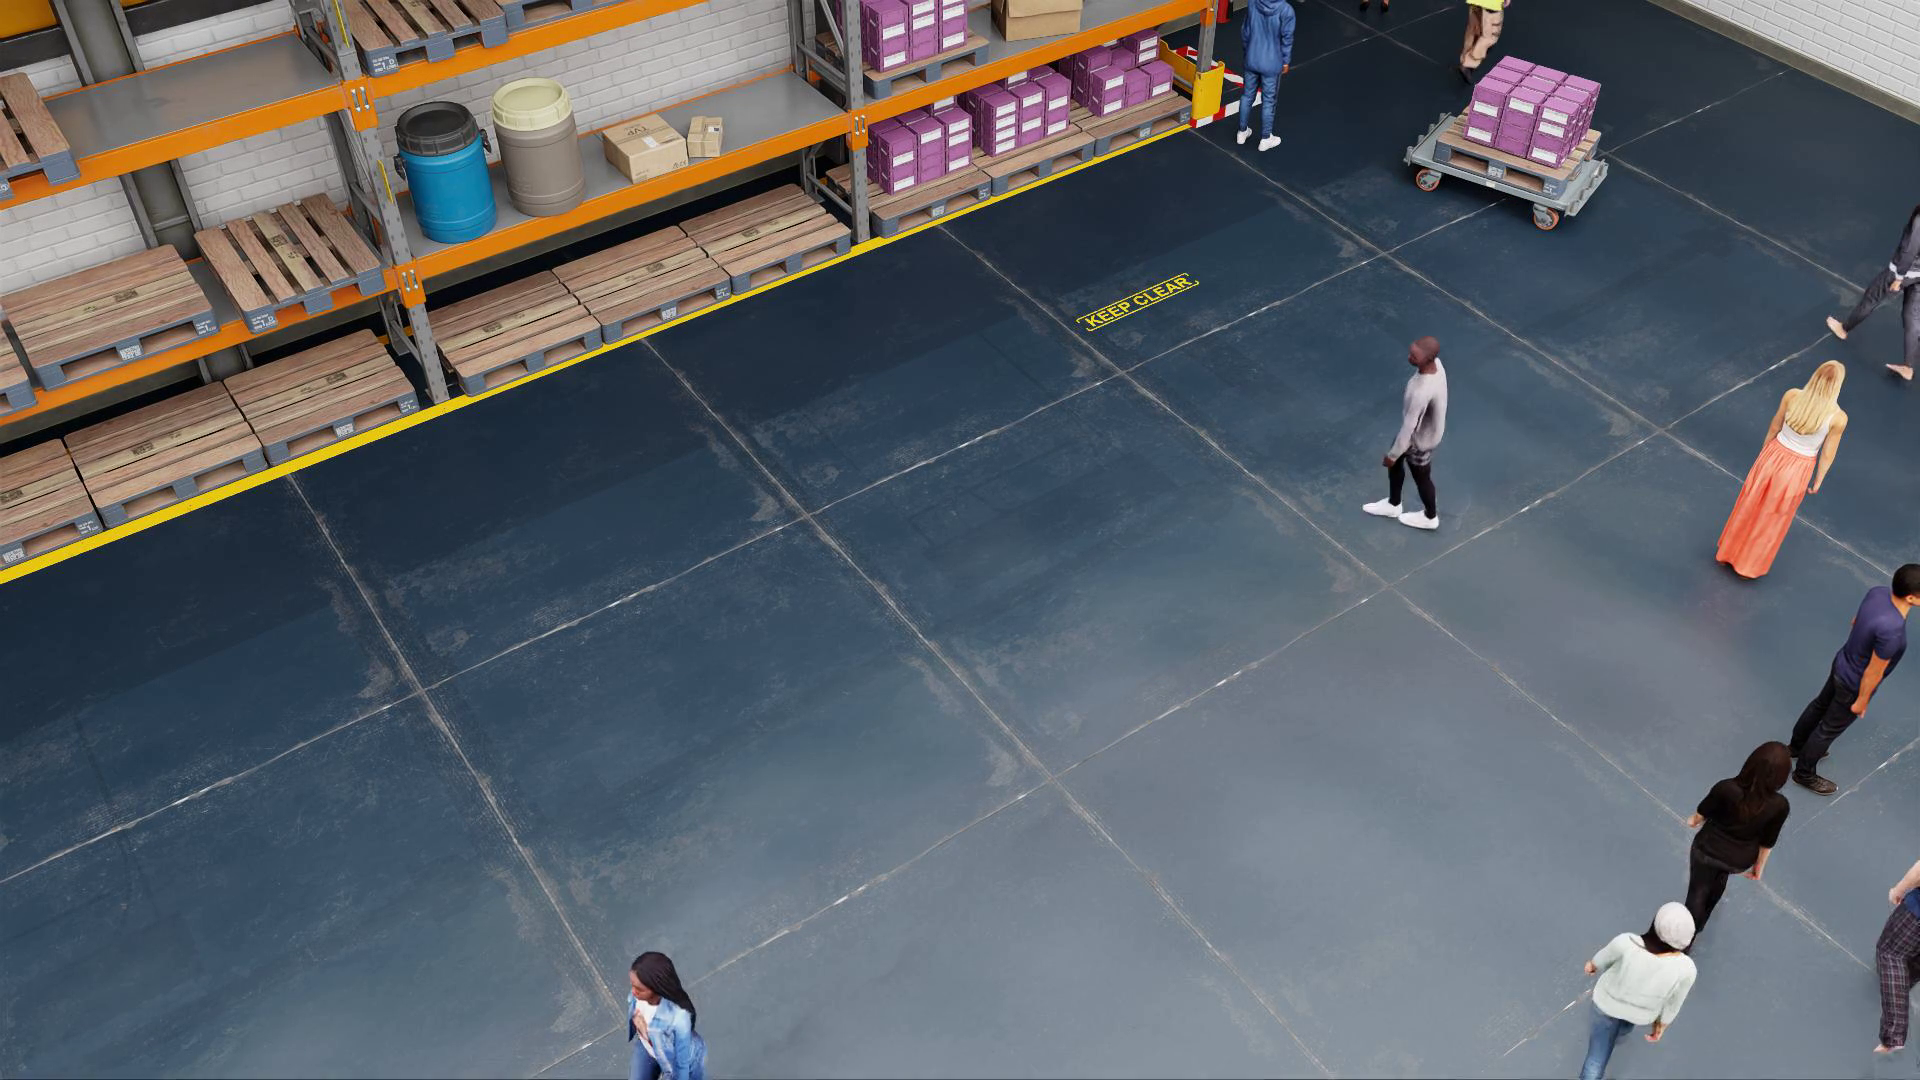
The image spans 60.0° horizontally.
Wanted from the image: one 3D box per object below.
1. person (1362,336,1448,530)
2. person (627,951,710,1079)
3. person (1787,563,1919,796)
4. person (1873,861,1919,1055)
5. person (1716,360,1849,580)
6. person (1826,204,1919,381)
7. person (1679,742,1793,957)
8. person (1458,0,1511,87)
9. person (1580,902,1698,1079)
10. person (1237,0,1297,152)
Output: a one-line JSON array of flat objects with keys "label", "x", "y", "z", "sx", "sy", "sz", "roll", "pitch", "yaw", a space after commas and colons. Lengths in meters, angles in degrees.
[{"label": "person", "x": 3.301, "y": -0.725, "z": 11.645, "sx": 0.936, "sy": 1.733, "sz": 0.884, "roll": 17, "pitch": 46, "yaw": 17}, {"label": "person", "x": -1.352, "y": 2.514, "z": 8.272, "sx": 0.720, "sy": 1.696, "sz": 0.882, "roll": 31, "pitch": 52, "yaw": 29}, {"label": "person", "x": 5.384, "y": 0.800, "z": 10.001, "sx": 0.766, "sy": 1.793, "sz": 0.689, "roll": 10, "pitch": 45, "yaw": 10}, {"label": "person", "x": 5.160, "y": 2.013, "z": 8.690, "sx": 1.040, "sy": 1.845, "sz": 1.111, "roll": 7, "pitch": 44, "yaw": 8}, {"label": "person", "x": 5.616, "y": -0.473, "z": 11.333, "sx": 0.589, "sy": 1.800, "sz": 0.622, "roll": -28, "pitch": 50, "yaw": -26}, {"label": "person", "x": 7.527, "y": -2.051, "z": 13.048, "sx": 1.158, "sy": 1.719, "sz": 0.923, "roll": -13, "pitch": 45, "yaw": -13}, {"label": "person", "x": 4.183, "y": 1.771, "z": 9.105, "sx": 0.737, "sy": 1.623, "sz": 0.803, "roll": 10, "pitch": 45, "yaw": 11}, {"label": "person", "x": 5.198, "y": -5.374, "z": 16.455, "sx": 0.788, "sy": 1.829, "sz": 0.972, "roll": 34, "pitch": 53, "yaw": 31}, {"label": "person", "x": 3.370, "y": 2.427, "z": 8.429, "sx": 0.950, "sy": 1.606, "sz": 1.122, "roll": 15, "pitch": 46, "yaw": 15}, {"label": "person", "x": 2.856, "y": -4.533, "z": 15.586, "sx": 0.737, "sy": 1.811, "sz": 0.684, "roll": 28, "pitch": 50, "yaw": 26}]
